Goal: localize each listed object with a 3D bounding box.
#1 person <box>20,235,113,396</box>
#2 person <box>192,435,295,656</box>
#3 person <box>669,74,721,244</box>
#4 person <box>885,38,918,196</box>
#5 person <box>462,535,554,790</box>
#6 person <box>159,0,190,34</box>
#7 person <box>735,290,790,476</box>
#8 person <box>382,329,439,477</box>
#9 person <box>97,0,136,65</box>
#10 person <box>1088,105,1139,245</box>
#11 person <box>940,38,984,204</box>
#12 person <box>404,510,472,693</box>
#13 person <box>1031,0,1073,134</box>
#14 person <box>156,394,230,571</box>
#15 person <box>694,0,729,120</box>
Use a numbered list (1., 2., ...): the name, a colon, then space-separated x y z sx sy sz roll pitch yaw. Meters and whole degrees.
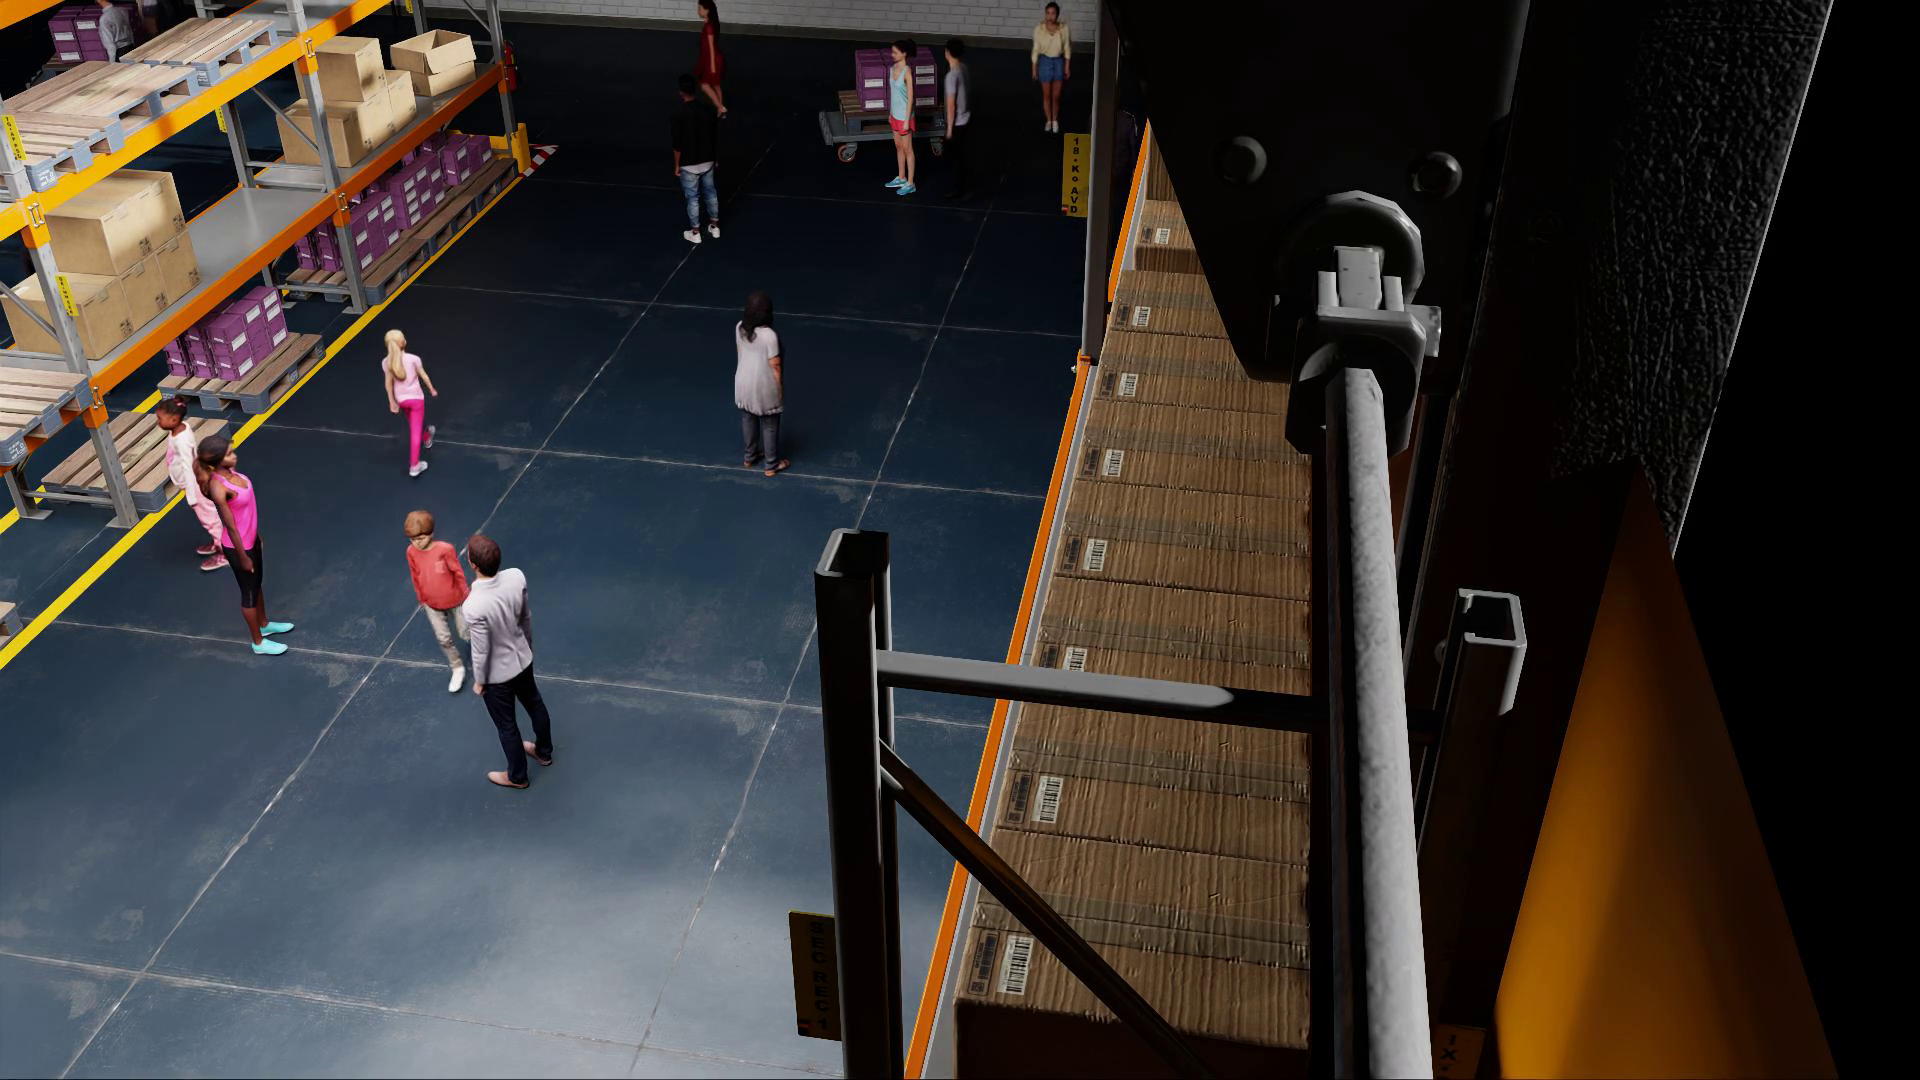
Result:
1. person: -7.986 -2.086 14.816 0.651 1.803 0.703 -20 38 -27
2. person: -5.066 0.021 11.717 0.680 1.726 0.582 -4 34 -7
3. person: -2.821 -4.084 17.821 0.781 1.804 0.832 -20 38 -27
4. person: -0.658 -4.839 18.987 0.759 1.771 0.684 -16 37 -23
5. person: -2.869 0.762 10.487 0.803 1.853 0.632 16 37 23
6. person: -11.603 -8.313 24.126 0.722 1.868 0.478 4 34 7
7. person: -1.675 -1.318 13.840 0.750 1.605 0.794 22 39 29
8. person: -4.611 -1.133 13.894 0.550 1.238 0.925 3 34 5
9. person: -10.423 -6.015 20.713 0.698 1.820 0.488 6 34 9
10. person: 1.575 -3.823 17.425 0.722 1.808 0.617 10 35 15
11. person: 0.070 -4.689 18.701 0.800 1.839 0.699 9 35 13
12. person: -3.541 0.362 11.498 0.585 1.400 0.779 0 34 0
13. person: 1.149 -5.908 20.734 0.661 1.617 0.608 4 34 6
14. person: -5.848 -0.466 12.704 0.685 1.443 0.605 -16 37 -23
15. person: -3.065 -6.074 21.051 0.708 1.543 0.644 -3 34 -5
